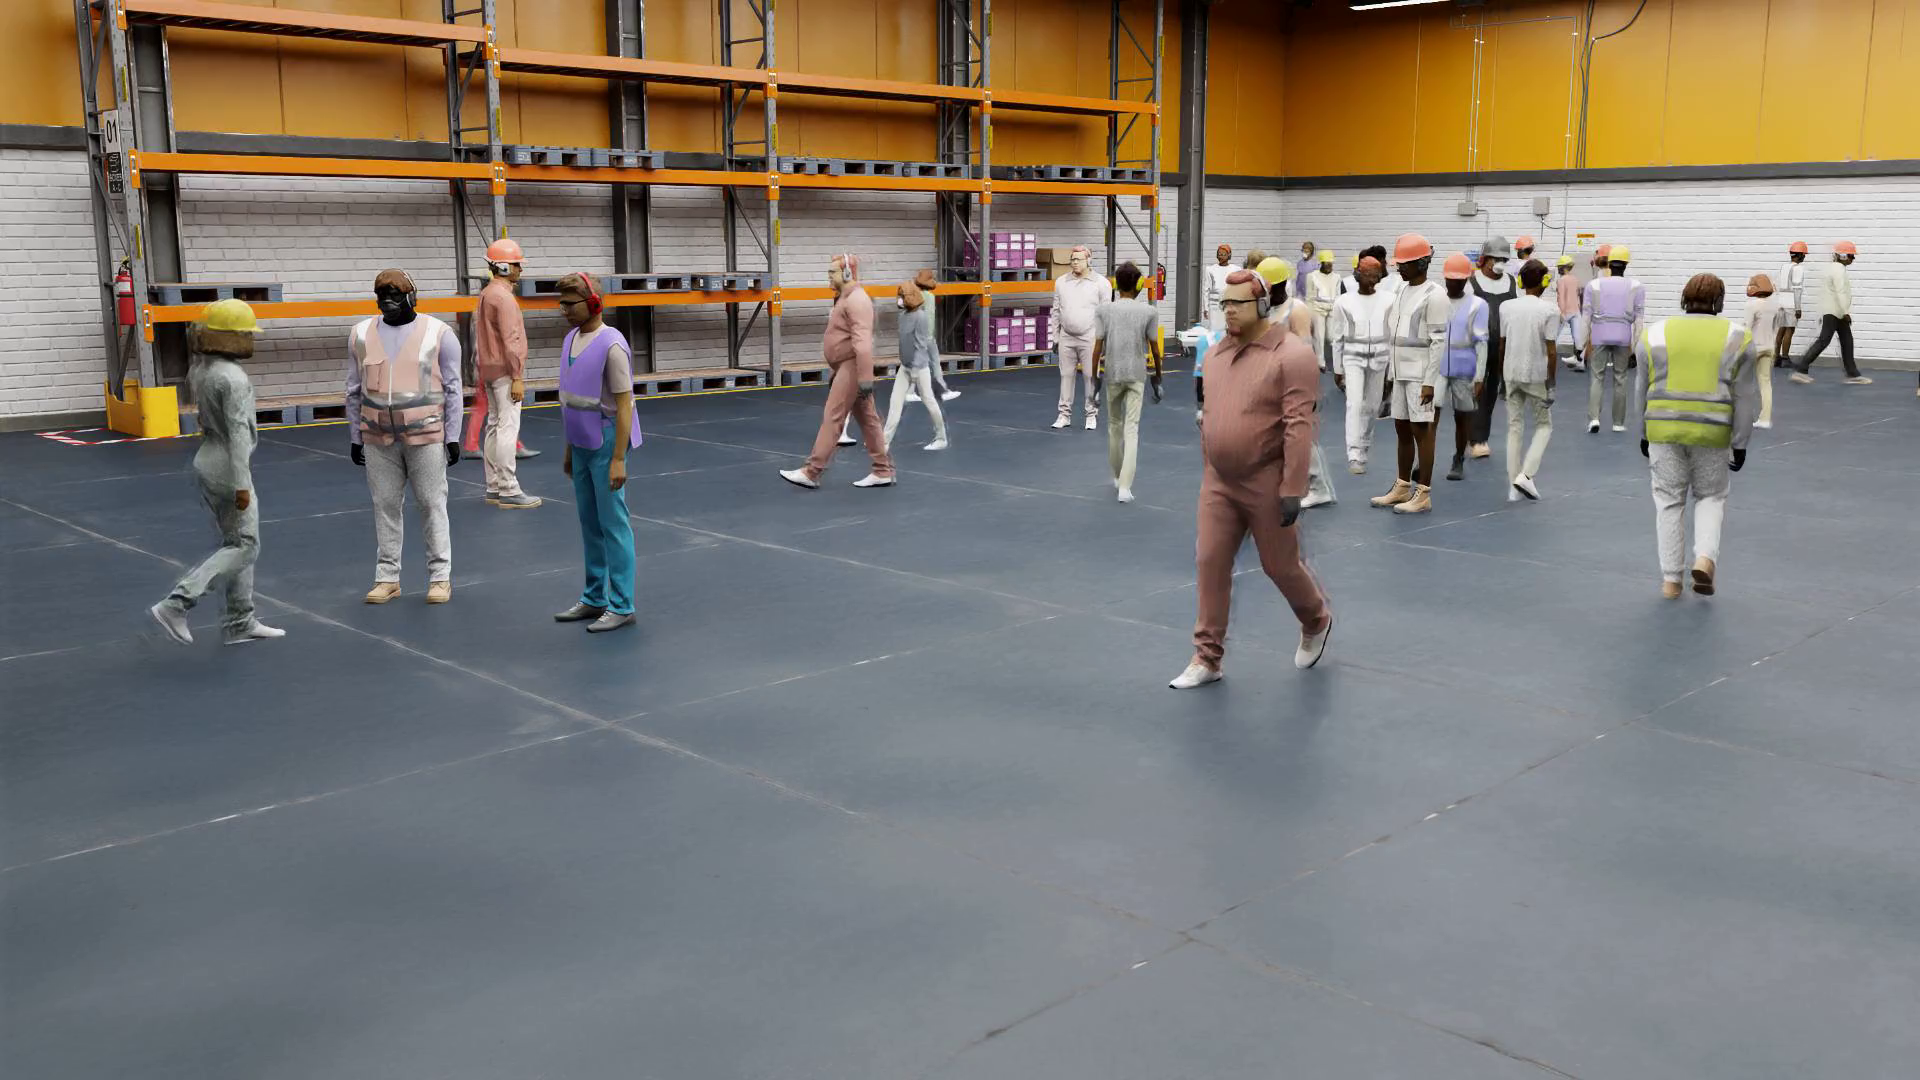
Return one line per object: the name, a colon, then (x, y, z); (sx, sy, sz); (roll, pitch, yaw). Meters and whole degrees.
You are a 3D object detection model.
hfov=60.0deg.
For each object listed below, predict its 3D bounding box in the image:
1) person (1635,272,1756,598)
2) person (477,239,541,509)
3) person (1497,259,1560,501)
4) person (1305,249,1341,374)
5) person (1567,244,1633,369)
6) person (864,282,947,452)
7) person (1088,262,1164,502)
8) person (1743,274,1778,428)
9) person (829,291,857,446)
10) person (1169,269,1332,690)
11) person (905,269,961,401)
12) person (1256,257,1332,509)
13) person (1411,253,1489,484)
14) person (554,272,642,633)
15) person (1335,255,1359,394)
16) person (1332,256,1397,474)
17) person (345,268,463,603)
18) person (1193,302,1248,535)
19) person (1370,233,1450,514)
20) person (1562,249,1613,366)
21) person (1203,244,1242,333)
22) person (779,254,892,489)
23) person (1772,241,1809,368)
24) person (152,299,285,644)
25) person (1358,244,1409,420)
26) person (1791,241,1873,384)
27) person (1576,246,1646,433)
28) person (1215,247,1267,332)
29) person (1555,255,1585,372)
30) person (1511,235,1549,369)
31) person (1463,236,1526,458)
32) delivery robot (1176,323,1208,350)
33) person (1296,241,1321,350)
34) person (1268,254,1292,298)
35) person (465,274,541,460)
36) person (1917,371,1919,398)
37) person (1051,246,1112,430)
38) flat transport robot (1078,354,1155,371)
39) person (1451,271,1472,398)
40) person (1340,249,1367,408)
person: (4.063, -0.569, 9.259); (0.626, 1.824, 0.435); (5, 12, 26)
person: (-3.380, -1.236, 12.406); (0.396, 1.992, 0.619); (-6, 12, -31)
person: (4.312, -1.202, 12.651); (0.509, 1.844, 0.380); (9, 14, 41)
person: (5.329, -3.368, 24.526); (0.601, 1.818, 0.611); (-4, 11, -19)
person: (9.773, -3.488, 25.009); (0.993, 1.892, 0.560); (6, 12, 28)
person: (-0.465, -1.610, 15.540); (0.849, 1.580, 0.518); (-6, 12, -31)
person: (1.296, -1.230, 12.878); (0.561, 1.815, 0.990); (2, 11, 12)
person: (8.356, -1.998, 17.613); (0.518, 1.608, 0.684); (-5, 11, -23)
person: (-1.137, -1.721, 16.104); (0.405, 1.606, 0.599); (-5, 11, -24)
person: (1.361, -0.281, 7.539); (0.868, 1.883, 0.647); (-10, 14, -43)
person: (-0.371, -2.499, 20.341); (0.700, 1.597, 0.524); (-6, 12, -28)
person: (2.341, -1.129, 12.207); (0.974, 1.852, 0.600); (-2, 11, -10)
person: (3.972, -1.369, 13.467); (0.560, 1.871, 1.009); (5, 12, 26)
person: (-1.854, -0.451, 8.555); (0.397, 1.838, 0.564); (-8, 13, -38)
person: (5.033, -2.710, 21.028); (0.614, 1.778, 0.935); (-2, 11, -9)
person: (3.505, -1.534, 14.443); (0.589, 1.857, 0.905); (0, 10, 2)
person: (-3.060, -0.563, 9.154); (0.633, 1.842, 0.429); (0, 10, -1)
person: (1.881, -0.911, 11.562); (0.531, 1.659, 0.869); (1, 10, 6)
person: (3.280, -1.203, 12.129); (0.391, 2.033, 0.605); (-3, 11, -15)
person: (9.924, -3.609, 25.836); (0.968, 1.818, 0.545); (6, 12, 31)
person: (3.954, -3.502, 25.071); (0.576, 1.883, 0.362); (1, 10, 6)
person: (-0.989, -1.325, 13.228); (0.961, 1.863, 0.676); (-1, 10, -7)
person: (12.703, -3.581, 25.383); (0.389, 1.929, 0.545); (0, 10, 1)
person: (-3.623, -0.303, 8.060); (0.586, 1.719, 0.515); (-10, 14, -42)
person: (4.761, -2.308, 18.451); (0.672, 1.938, 0.661); (8, 13, 39)
person: (11.951, -3.096, 22.694); (0.980, 1.955, 0.621); (7, 12, 33)
person: (6.672, -2.035, 17.072); (0.625, 1.930, 0.675); (3, 11, 18)
person: (2.806, -1.869, 16.095); (0.650, 1.910, 0.755); (0, 10, 0)
person: (8.990, -3.372, 24.806); (0.542, 1.706, 0.929); (-7, 12, -32)
person: (8.235, -3.399, 24.133); (0.615, 2.027, 0.750); (-5, 12, -27)
person: (4.842, -1.755, 15.115); (0.695, 2.000, 0.896); (-1, 10, -5)
delivery robot: (3.981, -3.387, 27.814); (0.707, 0.478, 0.477); (-1, 10, -3)
person: (5.953, -4.134, 28.424); (0.458, 1.913, 0.653); (-5, 11, -25)
person: (3.907, -2.687, 20.897); (0.516, 1.791, 1.005); (1, 10, 5)
person: (-4.141, -1.574, 14.981); (0.767, 1.719, 0.550); (-1, 10, -7)
person: (12.090, -2.581, 20.557); (0.317, 1.696, 0.540); (3, 11, 16)
person: (1.250, -2.105, 17.390); (0.642, 1.910, 0.401); (4, 11, 23)
flat transport robot: (2.339, -2.680, 24.986); (0.652, 0.197, 1.431); (10, 14, 42)
person: (6.002, -2.384, 19.766); (0.525, 1.594, 0.871); (3, 11, 15)
person: (4.806, -2.528, 19.839); (0.605, 1.876, 1.010); (-1, 10, -7)
